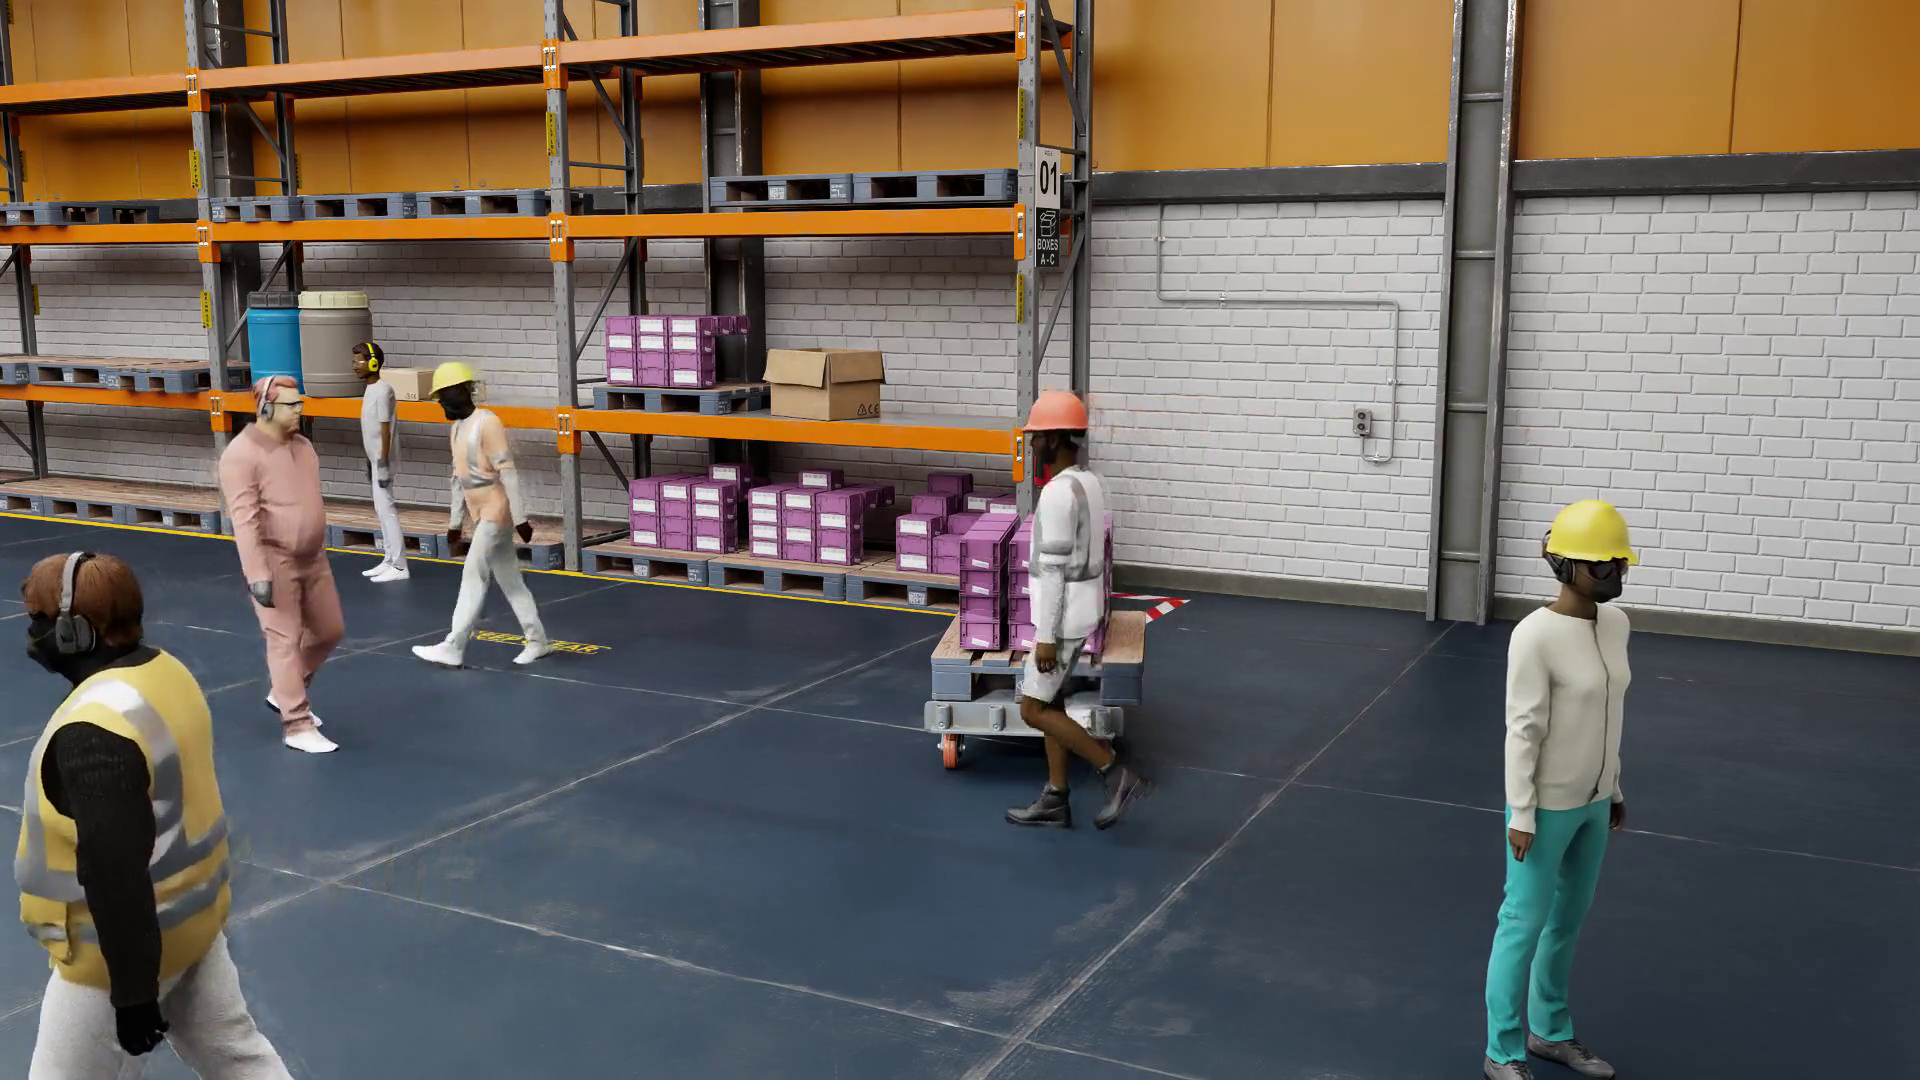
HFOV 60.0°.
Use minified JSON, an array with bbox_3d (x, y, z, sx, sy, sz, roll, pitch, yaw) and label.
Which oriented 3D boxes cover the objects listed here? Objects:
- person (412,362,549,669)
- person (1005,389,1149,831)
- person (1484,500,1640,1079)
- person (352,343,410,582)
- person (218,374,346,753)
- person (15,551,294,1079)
[{"bbox_3d":[-2.917,-0.142,10.089,0.856,1.858,0.648,-5,10,-28],"label":"person"},{"bbox_3d":[0.479,0.324,7.033,0.541,1.914,0.559,3,10,16],"label":"person"},{"bbox_3d":[1.774,0.757,4.829,0.533,1.767,0.325,-7,12,-37],"label":"person"},{"bbox_3d":[-4.523,-0.605,12.955,0.318,1.860,0.509,-5,11,-30],"label":"person"},{"bbox_3d":[-3.358,0.120,8.347,0.509,1.898,0.669,3,10,17],"label":"person"},{"bbox_3d":[-1.920,0.906,3.858,0.979,1.790,0.650,-1,9,-9],"label":"person"}]
